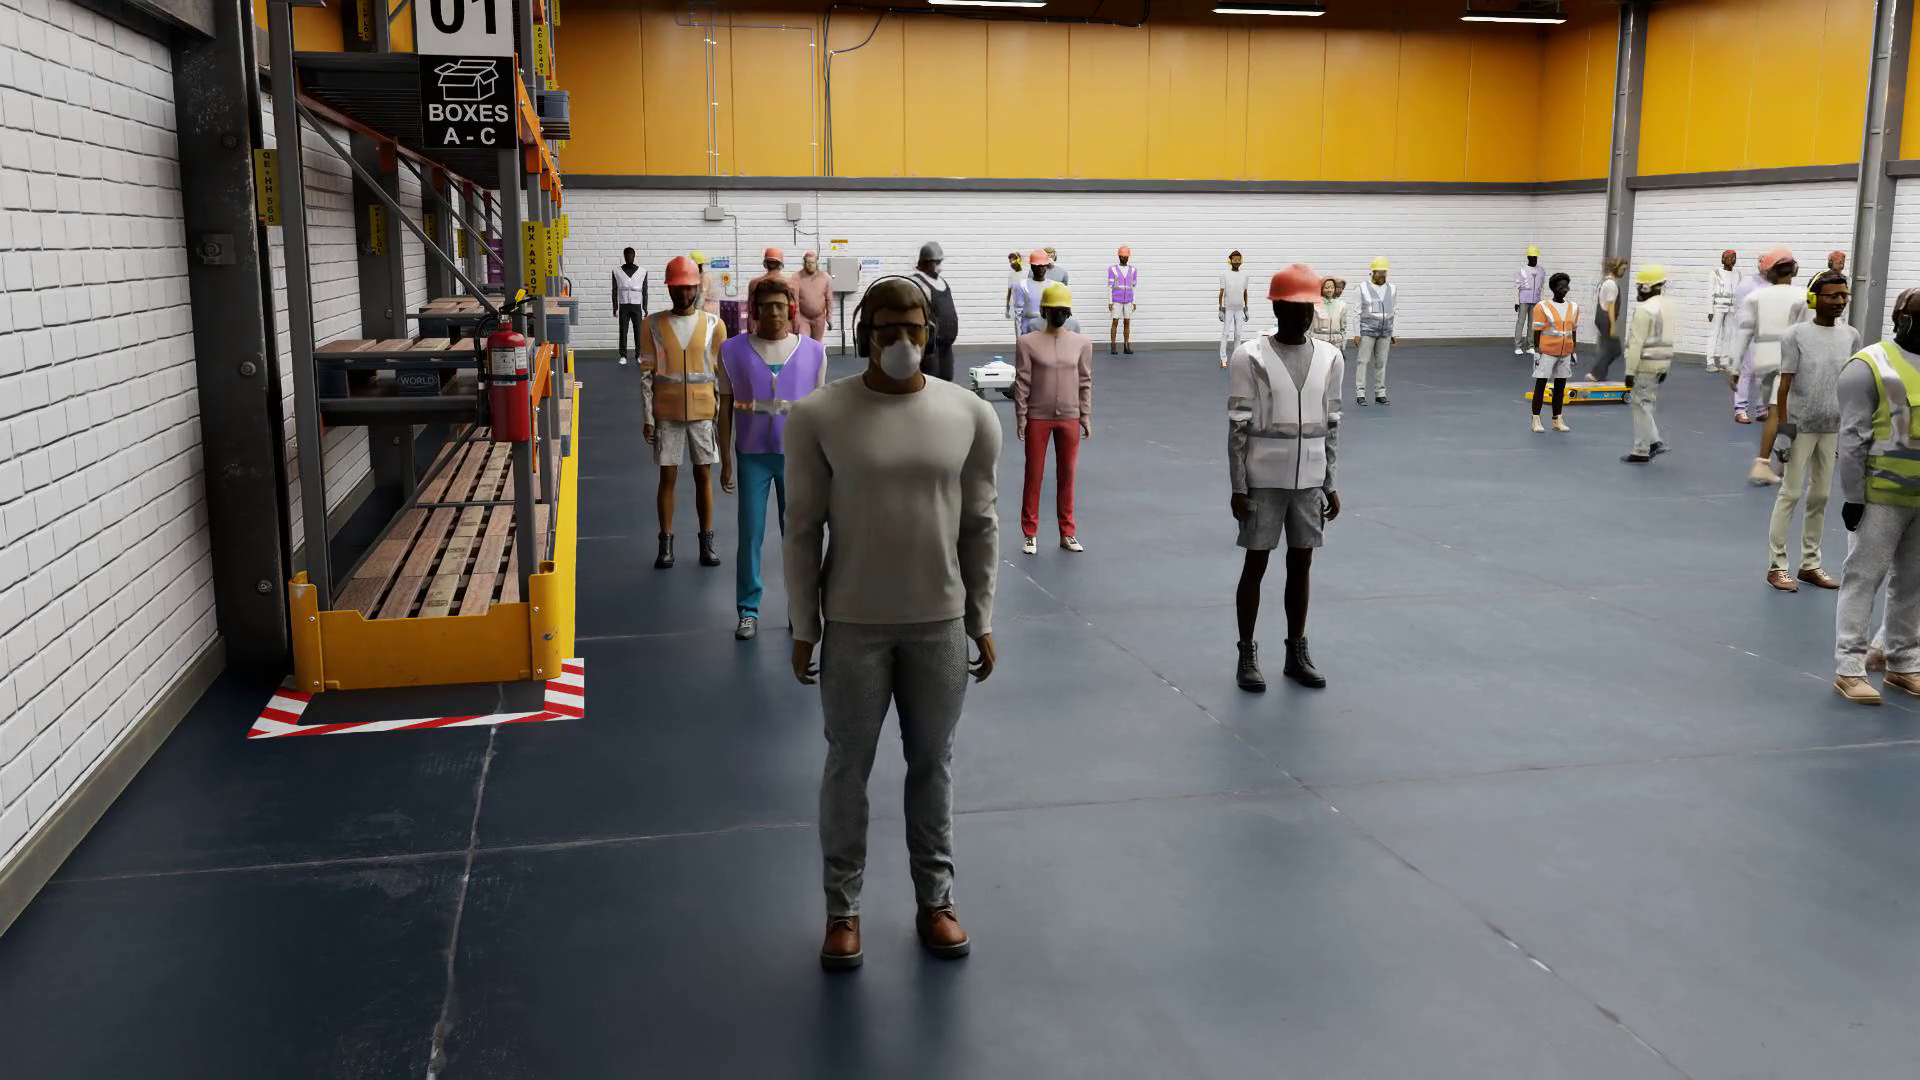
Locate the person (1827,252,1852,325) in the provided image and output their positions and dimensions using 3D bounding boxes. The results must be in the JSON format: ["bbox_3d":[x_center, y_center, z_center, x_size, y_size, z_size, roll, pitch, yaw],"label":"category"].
[{"bbox_3d":[11.589,-2.890,22.156,0.576,1.883,0.352,-2,10,-13],"label":"person"}]

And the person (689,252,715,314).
[{"bbox_3d":[-3.974,-3.524,25.756,0.981,1.866,0.576,-6,12,-30],"label":"person"}]

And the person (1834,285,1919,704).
[{"bbox_3d":[4.171,-0.196,7.345,0.627,1.844,0.429,-2,10,-13],"label":"person"}]

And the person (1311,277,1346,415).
[{"bbox_3d":[4.223,-2.284,19.566,0.538,1.610,0.652,-6,12,-31],"label":"person"}]

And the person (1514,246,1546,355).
[{"bbox_3d":[10.167,-4.272,29.690,0.587,1.928,0.363,-2,10,-13],"label":"person"}]

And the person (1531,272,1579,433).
[{"bbox_3d":[6.301,-1.980,17.625,0.535,1.699,0.318,-2,10,-13],"label":"person"}]

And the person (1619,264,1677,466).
[{"bbox_3d":[6.190,-1.573,15.019,0.617,1.821,0.426,-10,14,-43],"label":"person"}]

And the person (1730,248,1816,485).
[{"bbox_3d":[6.929,-1.463,14.040,1.097,1.963,0.667,-8,13,-39],"label":"person"}]

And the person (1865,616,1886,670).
[{"bbox_3d":[4.758,-0.250,7.811,0.976,1.793,0.628,-1,10,-3],"label":"person"}]

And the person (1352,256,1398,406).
[{"bbox_3d":[5.126,-2.569,20.510,0.590,1.835,0.404,-2,10,-13],"label":"person"}]

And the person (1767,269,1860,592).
[{"bbox_3d":[4.979,-0.631,9.676,0.513,1.872,0.328,-2,10,-13],"label":"person"}]

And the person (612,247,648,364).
[{"bbox_3d":[-5.431,-3.856,27.404,0.593,1.922,0.392,-2,10,-13],"label":"person"}]

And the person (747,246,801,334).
[{"bbox_3d":[-2.164,-2.425,19.335,0.621,1.974,0.741,0,10,1],"label":"person"}]

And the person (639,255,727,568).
[{"bbox_3d":[-1.715,-0.792,10.373,0.545,1.941,0.351,-2,10,-13],"label":"person"}]

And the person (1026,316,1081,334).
[{"bbox_3d":[0.820,-1.406,14.626,0.500,1.633,0.286,-2,10,-13],"label":"person"}]

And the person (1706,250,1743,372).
[{"bbox_3d":[11.888,-3.558,25.859,0.576,1.884,0.355,-2,10,-13],"label":"person"}]

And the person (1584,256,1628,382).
[{"bbox_3d":[8.661,-2.859,22.148,0.396,1.821,0.523,4,11,21],"label":"person"}]

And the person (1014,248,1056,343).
[{"bbox_3d":[0.888,-2.331,18.905,0.545,1.939,0.354,-2,10,-13],"label":"person"}]

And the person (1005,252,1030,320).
[{"bbox_3d":[1.045,-3.913,27.967,0.571,1.827,0.453,7,12,35],"label":"person"}]

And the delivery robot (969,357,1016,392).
[{"bbox_3d":[0.483,-2.086,21.119,0.707,0.478,0.477,-2,10,-12],"label":"delivery robot"}]

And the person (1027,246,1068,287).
[{"bbox_3d":[1.311,-3.388,24.759,0.632,1.940,0.372,-2,10,-13],"label":"person"}]

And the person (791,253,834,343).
[{"bbox_3d":[-2.126,-3.179,23.851,0.651,1.851,0.922,-2,10,-13],"label":"person"}]

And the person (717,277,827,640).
[{"bbox_3d":[-0.960,-0.418,8.556,0.567,1.848,0.389,-2,10,-13],"label":"person"}]

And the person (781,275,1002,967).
[{"bbox_3d":[-0.185,0.233,4.696,0.632,1.940,0.372,-2,10,-13],"label":"person"}]

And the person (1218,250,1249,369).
[{"bbox_3d":[4.342,-3.642,26.361,0.513,1.872,0.328,-2,10,-13],"label":"person"}]

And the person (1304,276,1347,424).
[{"bbox_3d":[4.028,-2.087,18.381,0.514,1.641,0.307,-2,10,-13],"label":"person"}]

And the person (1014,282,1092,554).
[{"bbox_3d":[0.610,-0.790,10.842,0.525,1.770,0.306,-2,10,-13],"label":"person"}]

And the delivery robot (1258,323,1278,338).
[{"bbox_3d":[5.626,-3.598,29.499,0.477,0.478,0.707,-7,13,-36],"label":"delivery robot"}]

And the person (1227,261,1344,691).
[{"bbox_3d":[1.480,-0.282,7.546,0.545,1.941,0.351,-2,10,-13],"label":"person"}]

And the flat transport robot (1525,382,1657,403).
[{"bbox_3d":[7.928,-1.858,20.903,1.431,0.197,0.652,-2,10,-12],"label":"flat transport robot"}]

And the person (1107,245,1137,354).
[{"bbox_3d":[2.907,-4.285,29.729,0.545,1.941,0.351,-2,10,-13],"label":"person"}]

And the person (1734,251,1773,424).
[{"bbox_3d":[8.942,-2.247,18.526,0.643,1.909,0.410,-2,10,-13],"label":"person"}]

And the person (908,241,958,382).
[{"bbox_3d":[-0.329,-2.168,17.716,0.644,2.000,0.691,6,12,29],"label":"person"}]
